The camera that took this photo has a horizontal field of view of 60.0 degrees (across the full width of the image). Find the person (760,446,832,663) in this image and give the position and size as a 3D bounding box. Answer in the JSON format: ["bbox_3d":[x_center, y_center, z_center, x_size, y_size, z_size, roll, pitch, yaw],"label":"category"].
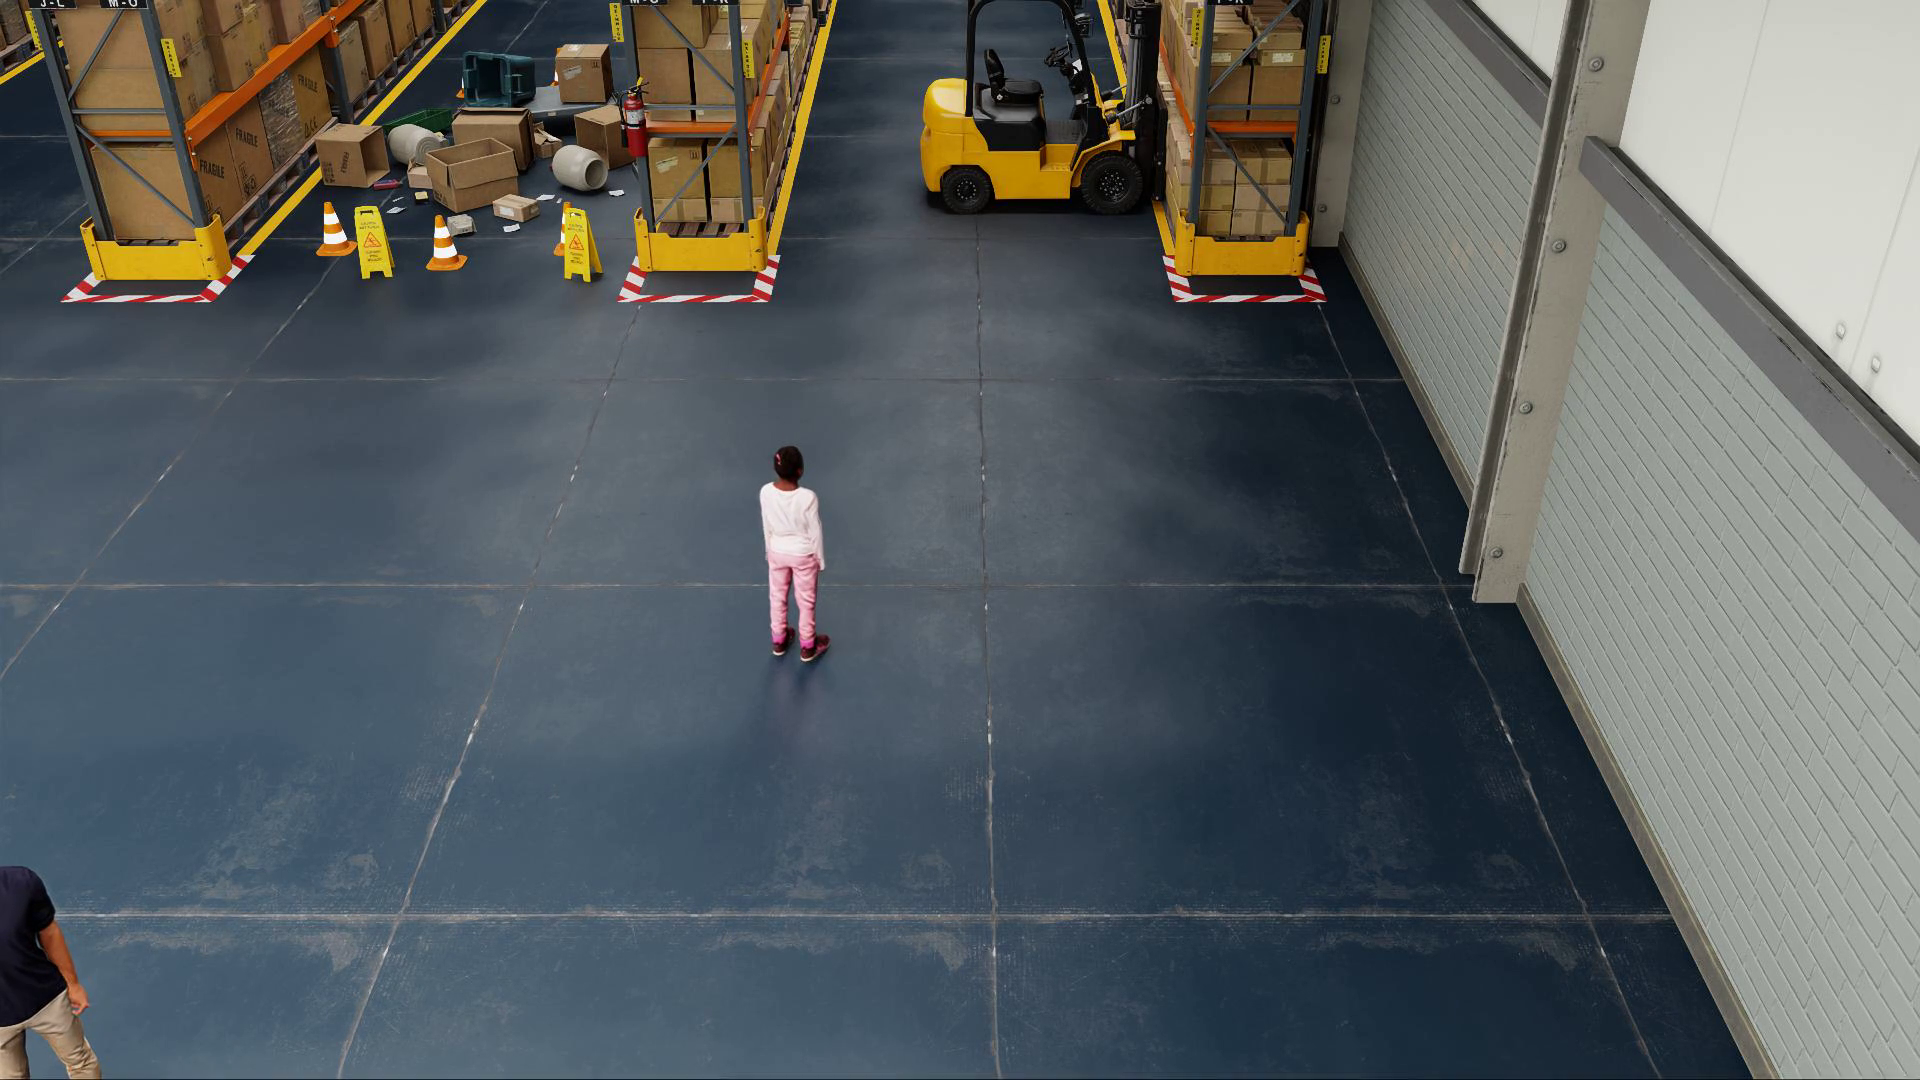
[{"bbox_3d":[-1.000,0.066,9.942,0.591,1.450,0.573,10,34,15],"label":"person"}]

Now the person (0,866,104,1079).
[{"bbox_3d":[-3.817,1.853,6.725,0.707,1.859,0.718,-20,37,-28],"label":"person"}]
